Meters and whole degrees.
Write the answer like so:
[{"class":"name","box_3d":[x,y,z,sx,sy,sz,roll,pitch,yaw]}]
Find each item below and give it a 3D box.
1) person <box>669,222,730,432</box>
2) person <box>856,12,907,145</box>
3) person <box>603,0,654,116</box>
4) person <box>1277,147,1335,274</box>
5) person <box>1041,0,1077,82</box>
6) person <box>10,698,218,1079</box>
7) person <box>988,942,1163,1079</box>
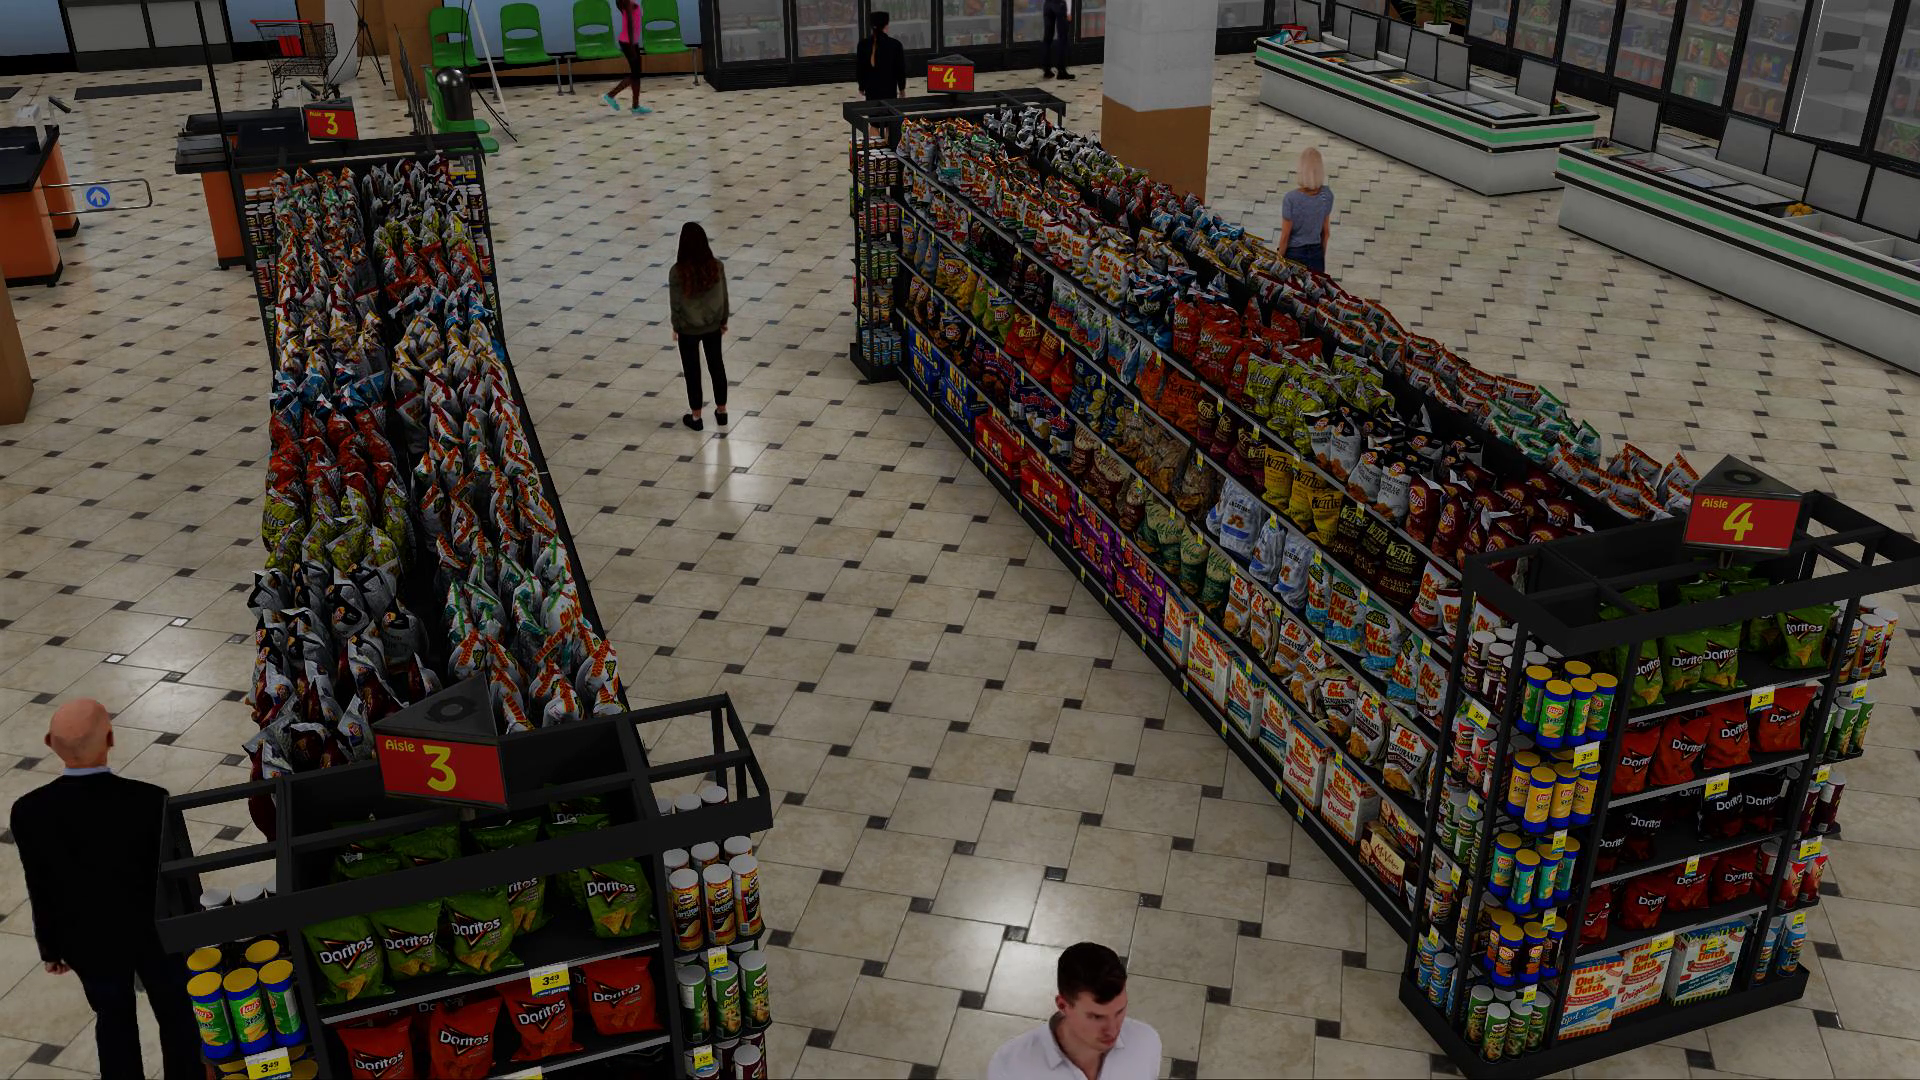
[{"class":"person","box_3d":[-1.805,-1.487,11.553,0.605,1.476,0.553,-14,30,-25]},{"class":"person","box_3d":[-0.850,-4.822,17.917,0.797,1.668,0.800,4,27,7]},{"class":"person","box_3d":[-4.089,-6.009,20.213,0.728,1.709,0.796,-6,27,-11]},{"class":"person","box_3d":[2.567,-2.084,12.460,0.580,1.720,0.507,-8,28,-16]},{"class":"person","box_3d":[1.281,-7.116,22.220,0.680,1.867,0.775,21,34,35]},{"class":"person","box_3d":[-2.815,1.372,5.573,0.723,1.785,0.860,-7,28,-13]},{"class":"person","box_3d":[0.273,1.825,4.624,0.697,1.837,0.973,-8,28,-15]}]
